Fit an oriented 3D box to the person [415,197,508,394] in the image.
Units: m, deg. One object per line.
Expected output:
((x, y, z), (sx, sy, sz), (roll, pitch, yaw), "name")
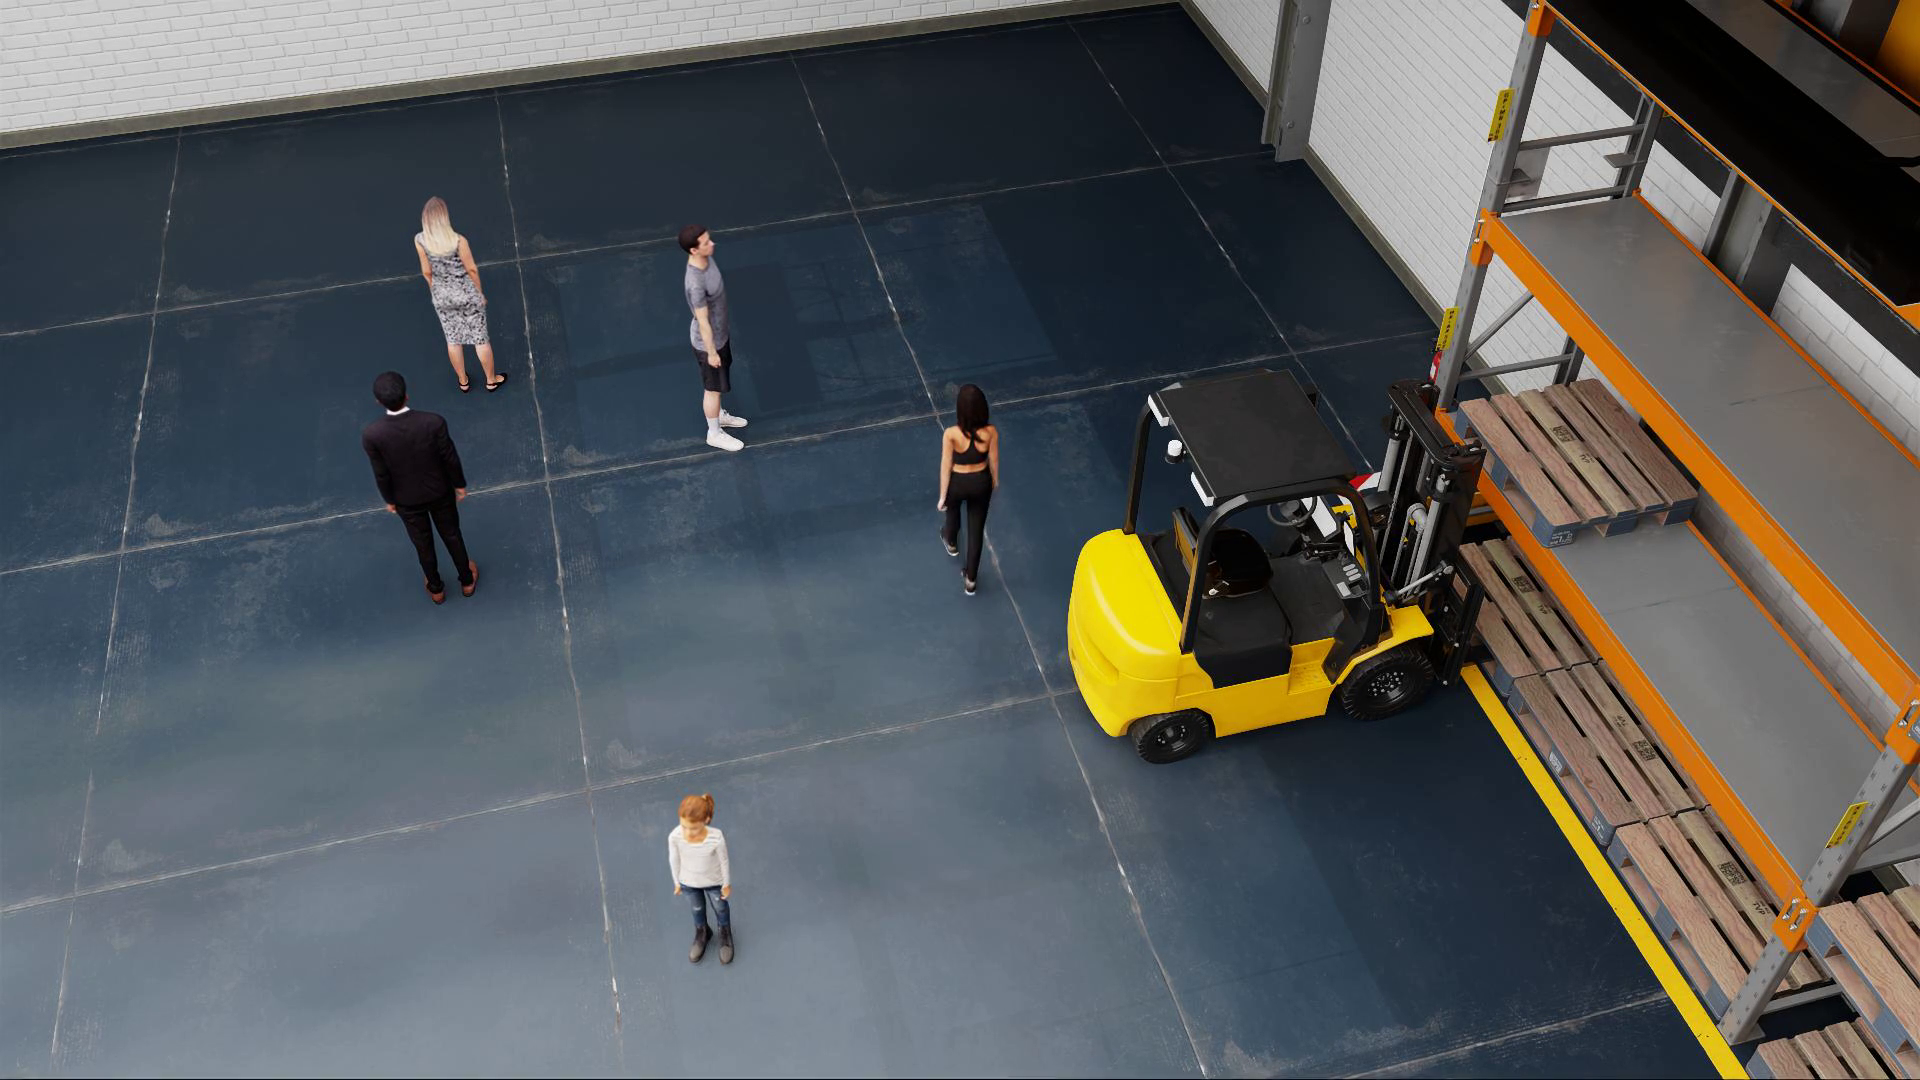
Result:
((-3.826, -1.837, 12.634), (0.622, 1.706, 0.598), (3, 44, 3), "person")

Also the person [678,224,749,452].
((-1.838, -1.502, 12.161), (0.774, 1.871, 0.595), (1, 44, 1), "person")

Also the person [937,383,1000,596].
((0.067, -0.293, 11.071), (0.649, 1.624, 0.899), (-6, 44, -6), "person")

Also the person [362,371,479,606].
((-3.536, -0.332, 10.924), (0.716, 1.884, 0.580), (-15, 46, -15), "person")

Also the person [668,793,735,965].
((-1.396, 1.835, 9.061), (0.530, 1.316, 0.571), (2, 44, 2), "person")
